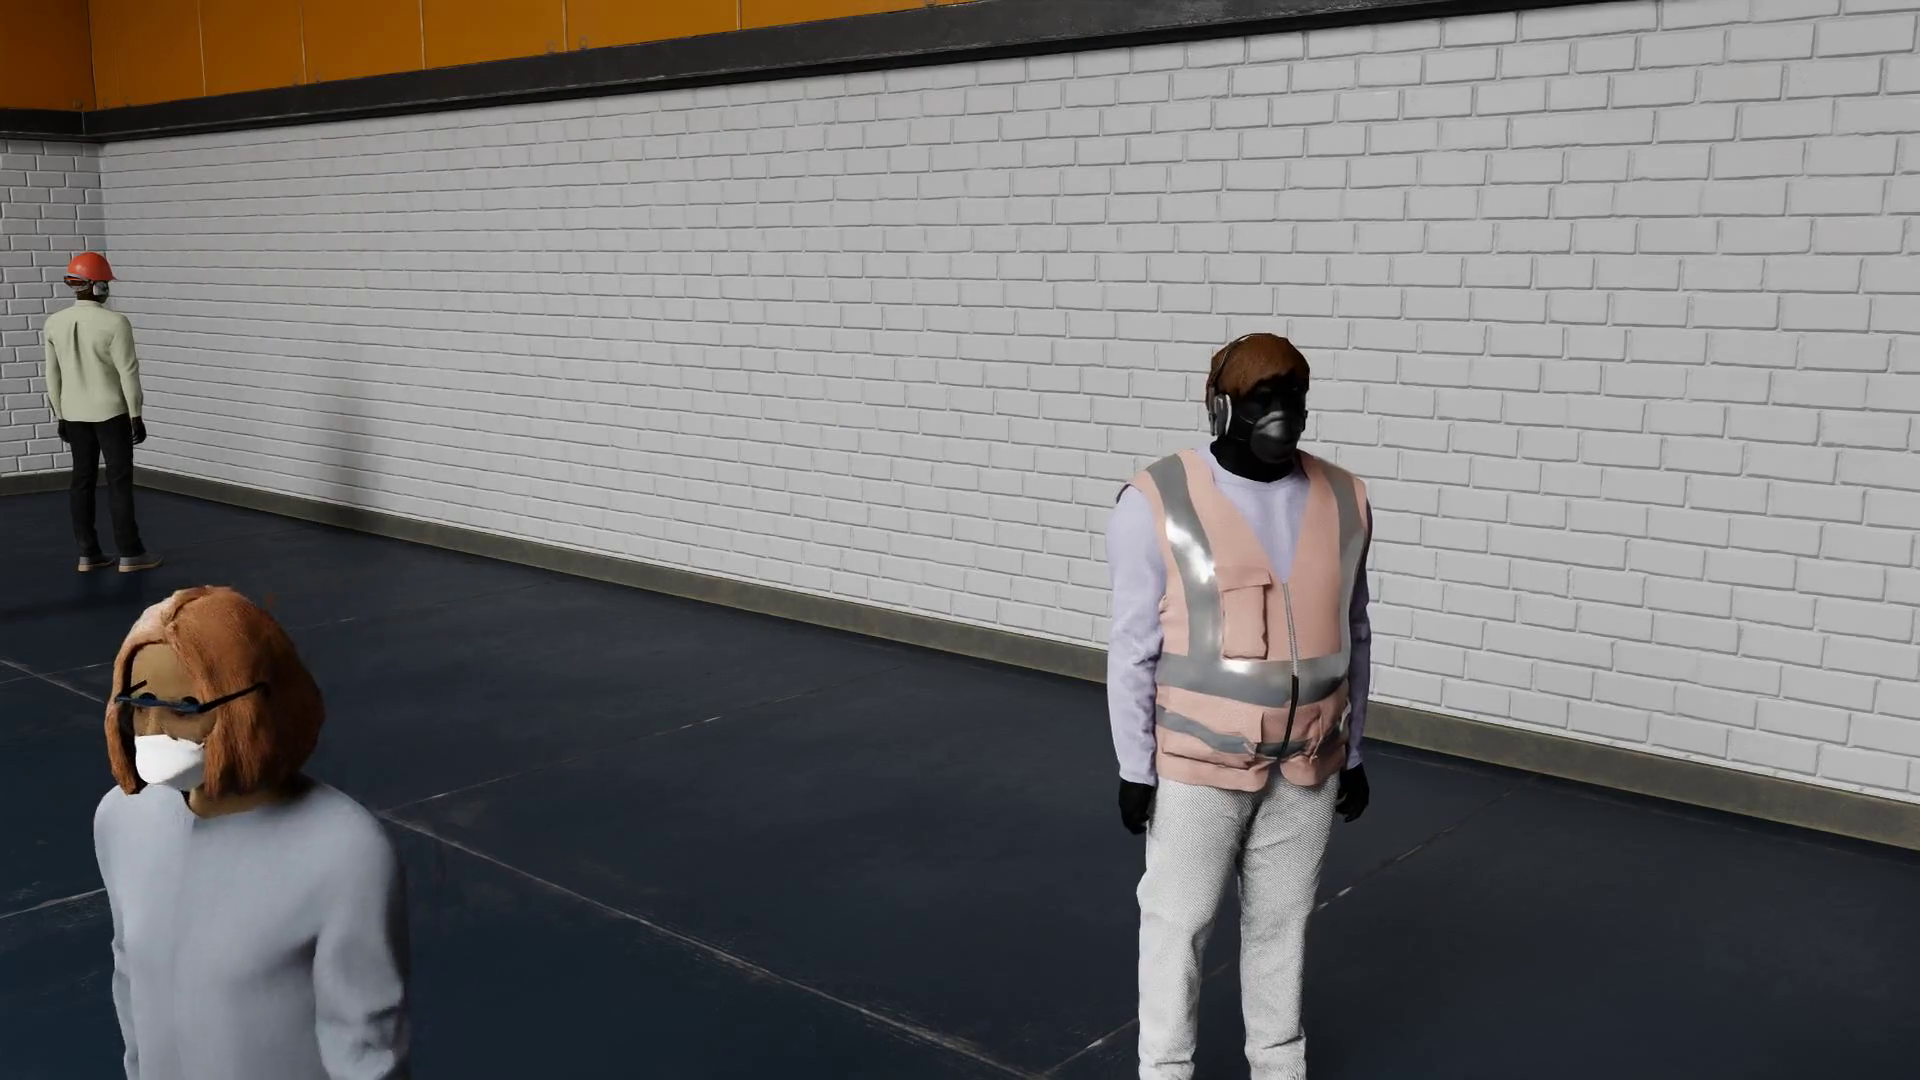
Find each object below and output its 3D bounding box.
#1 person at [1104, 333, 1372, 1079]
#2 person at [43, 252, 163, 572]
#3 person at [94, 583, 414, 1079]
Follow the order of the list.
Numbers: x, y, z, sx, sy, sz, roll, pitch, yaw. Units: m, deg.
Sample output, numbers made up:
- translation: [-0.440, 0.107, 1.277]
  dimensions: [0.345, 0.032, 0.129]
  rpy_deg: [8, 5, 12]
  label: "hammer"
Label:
- translation: [0.625, 0.479, 3.639]
  dimensions: [0.629, 1.842, 0.434]
  rpy_deg: [-3, 10, -17]
  label: "person"
- translation: [-5.386, -0.792, 10.417]
  dimensions: [0.612, 1.996, 0.388]
  rpy_deg: [2, 10, 11]
  label: "person"
- translation: [-0.953, 0.865, 2.112]
  dimensions: [0.527, 1.600, 0.752]
  rpy_deg: [4, 11, 20]
  label: "person"
